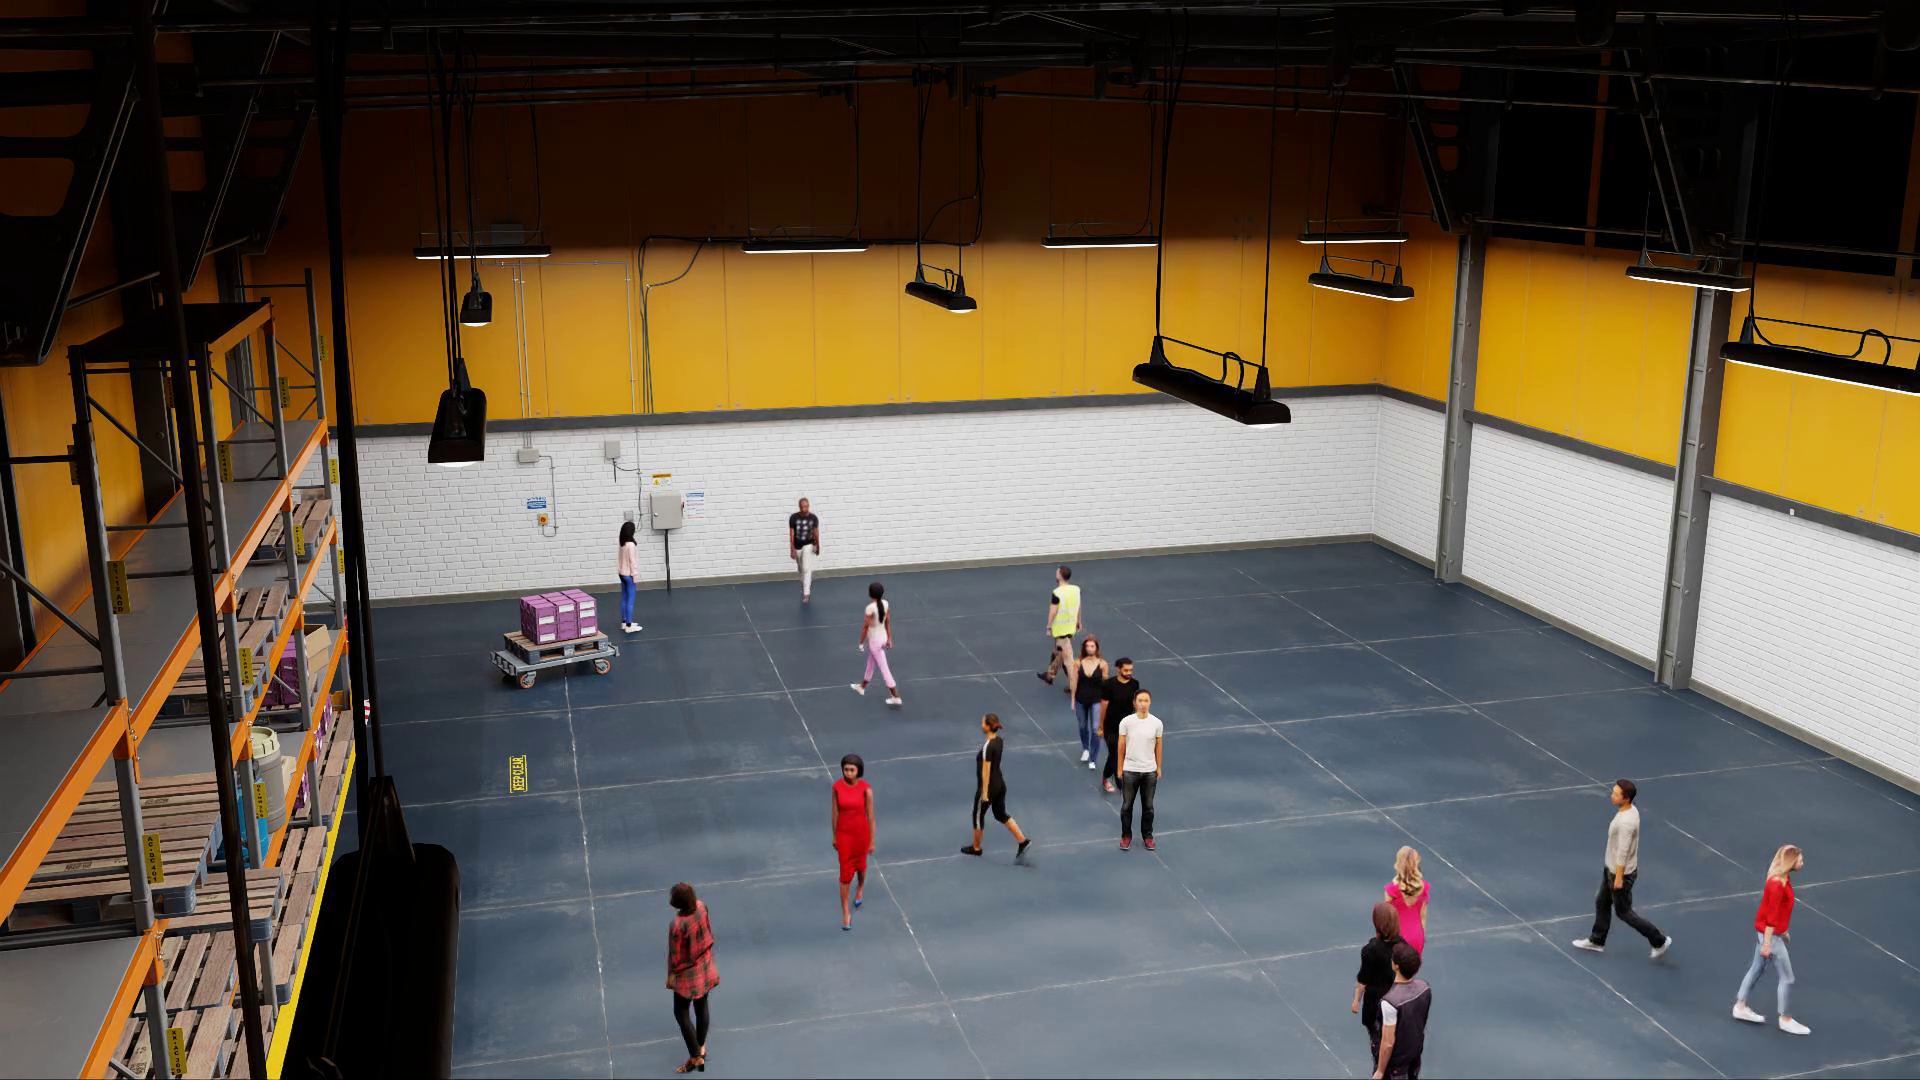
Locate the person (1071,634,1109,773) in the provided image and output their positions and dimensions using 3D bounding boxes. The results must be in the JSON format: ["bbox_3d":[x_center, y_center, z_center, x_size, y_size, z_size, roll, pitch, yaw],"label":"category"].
[{"bbox_3d":[1.600,1.979,20.542,0.906,1.679,1.120,3,14,14],"label":"person"}]

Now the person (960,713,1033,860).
[{"bbox_3d":[0.406,2.663,17.796,1.073,1.641,1.045,7,15,26],"label":"person"}]

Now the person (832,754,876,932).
[{"bbox_3d":[-1.038,2.944,16.526,0.829,1.693,1.155,1,14,3],"label":"person"}]

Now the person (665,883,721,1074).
[{"bbox_3d":[-2.218,3.592,13.882,0.741,1.678,0.784,-12,18,-40],"label":"person"}]

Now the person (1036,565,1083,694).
[{"bbox_3d":[1.485,1.283,23.155,1.080,1.801,1.284,-13,18,-42],"label":"person"}]

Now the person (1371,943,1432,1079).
[{"bbox_3d":[3.278,3.868,12.382,0.723,1.848,0.711,-11,17,-37],"label":"person"}]

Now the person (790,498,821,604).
[{"bbox_3d":[-2.608,0.147,27.972,0.848,1.742,1.301,-1,14,-4],"label":"person"}]

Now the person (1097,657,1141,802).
[{"bbox_3d":[1.824,2.192,19.584,0.781,1.716,1.162,-6,15,-23],"label":"person"}]

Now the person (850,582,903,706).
[{"bbox_3d":[-1.059,1.457,22.687,1.244,1.683,1.091,10,17,35],"label":"person"}]

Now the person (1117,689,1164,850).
[{"bbox_3d":[1.965,2.489,18.166,0.686,1.804,0.623,0,14,0],"label":"person"}]

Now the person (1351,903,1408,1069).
[{"bbox_3d":[3.421,3.730,13.277,0.662,1.695,0.664,-9,16,-32],"label":"person"}]

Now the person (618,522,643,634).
[{"bbox_3d":[-5.232,0.567,26.189,0.755,1.766,0.597,-9,16,-33],"label":"person"}]

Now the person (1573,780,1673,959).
[{"bbox_3d":[6.311,3.120,15.616,1.115,1.780,1.137,5,15,21],"label":"person"}]

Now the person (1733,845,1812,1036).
[{"bbox_3d":[6.984,3.438,14.504,0.973,1.684,0.916,8,16,29],"label":"person"}]

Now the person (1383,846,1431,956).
[{"bbox_3d":[3.843,3.484,14.259,0.573,1.711,0.852,-3,14,-13],"label":"person"}]
